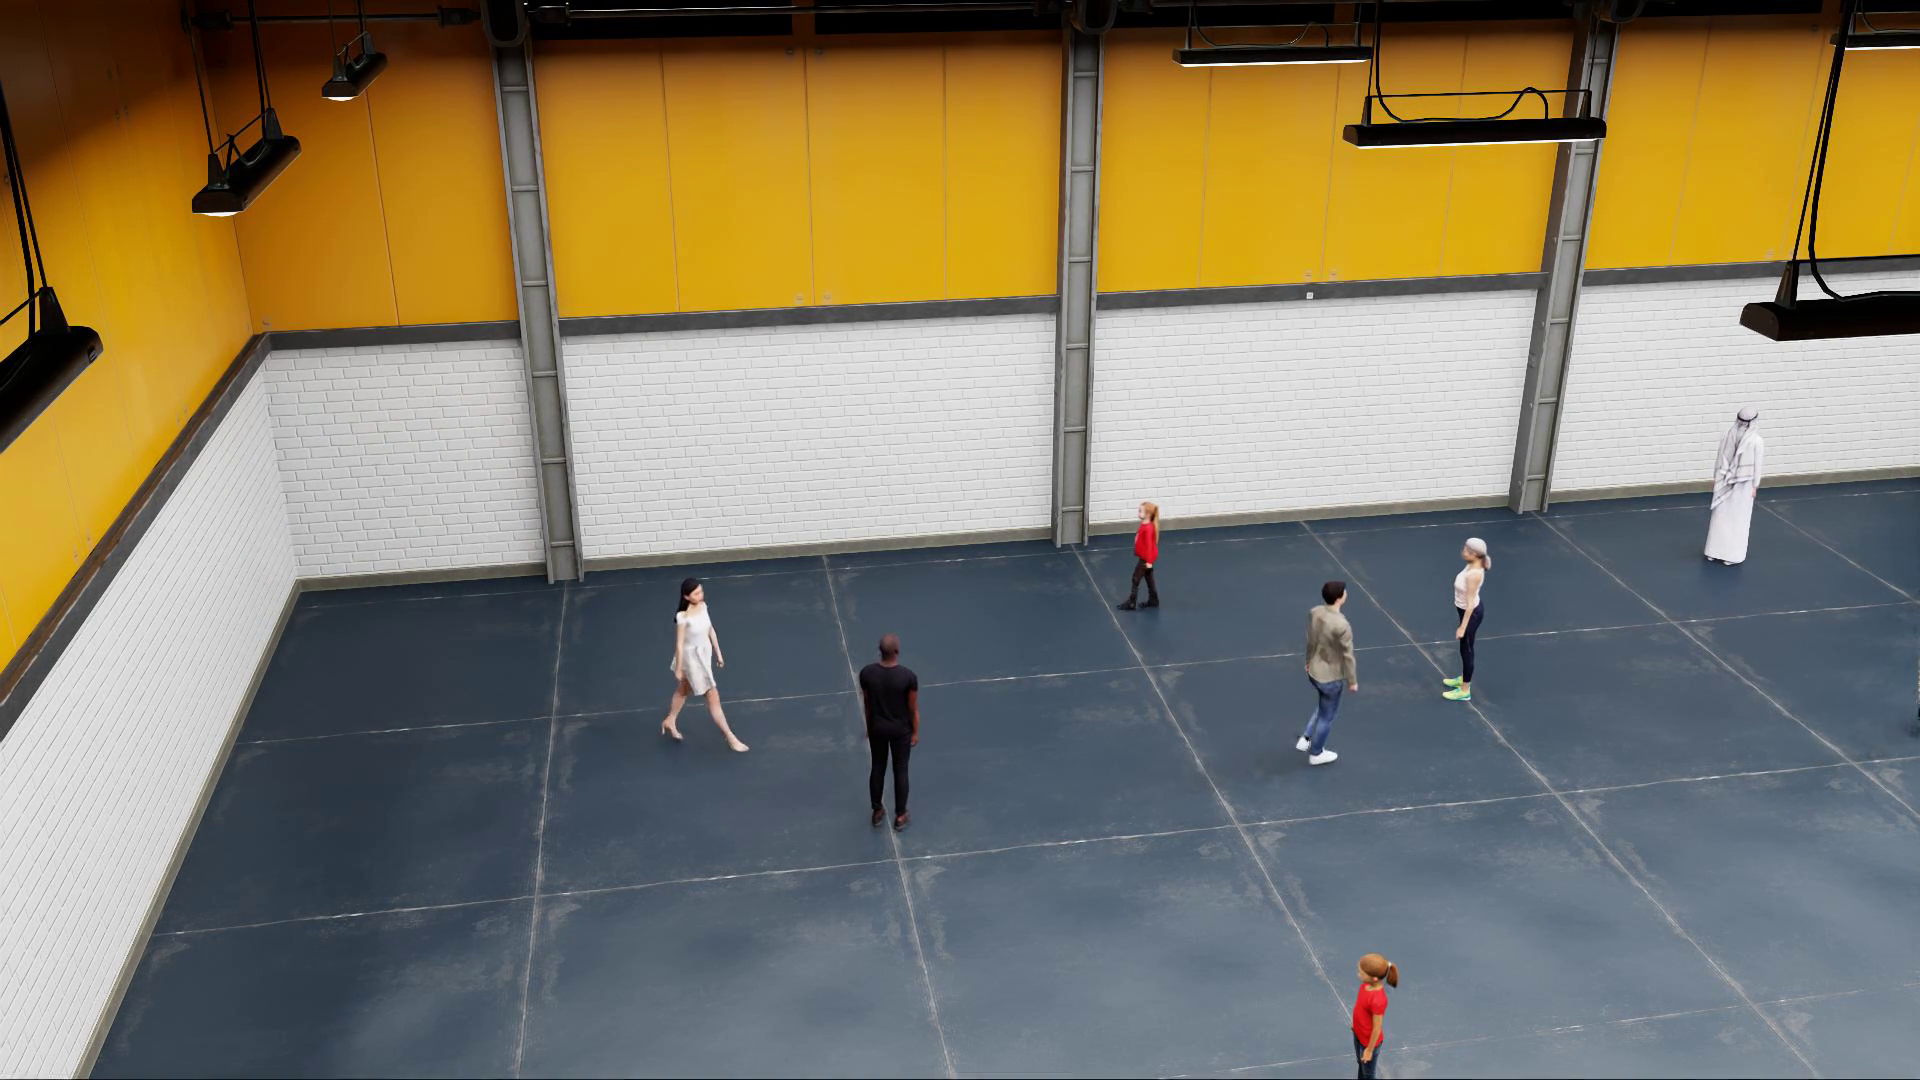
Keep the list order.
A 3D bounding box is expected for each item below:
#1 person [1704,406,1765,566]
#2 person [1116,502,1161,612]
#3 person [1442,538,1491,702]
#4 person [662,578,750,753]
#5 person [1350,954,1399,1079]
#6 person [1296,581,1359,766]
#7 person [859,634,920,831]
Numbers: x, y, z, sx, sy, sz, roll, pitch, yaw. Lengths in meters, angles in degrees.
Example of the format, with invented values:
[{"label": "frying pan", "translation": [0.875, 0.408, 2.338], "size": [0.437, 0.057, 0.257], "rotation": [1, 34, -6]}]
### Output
[{"label": "person", "translation": [9.038, -0.649, 19.385], "size": [0.798, 1.927, 0.833], "rotation": [21, 31, 40]}, {"label": "person", "translation": [2.105, 0.186, 18.299], "size": [0.740, 1.266, 0.570], "rotation": [-1, 24, -2]}, {"label": "person", "translation": [5.035, 0.764, 16.428], "size": [0.682, 1.707, 0.680], "rotation": [7, 25, 16]}, {"label": "person", "translation": [-2.533, 1.166, 15.495], "size": [1.237, 1.716, 1.060], "rotation": [11, 26, 23]}, {"label": "person", "translation": [2.733, 3.305, 11.113], "size": [0.521, 1.307, 0.508], "rotation": [-1, 24, -3]}, {"label": "person", "translation": [3.279, 1.241, 15.153], "size": [0.710, 1.852, 0.745], "rotation": [-8, 25, -19]}, {"label": "person", "translation": [-0.604, 1.641, 14.284], "size": [0.626, 1.817, 0.791], "rotation": [5, 24, 11]}]
